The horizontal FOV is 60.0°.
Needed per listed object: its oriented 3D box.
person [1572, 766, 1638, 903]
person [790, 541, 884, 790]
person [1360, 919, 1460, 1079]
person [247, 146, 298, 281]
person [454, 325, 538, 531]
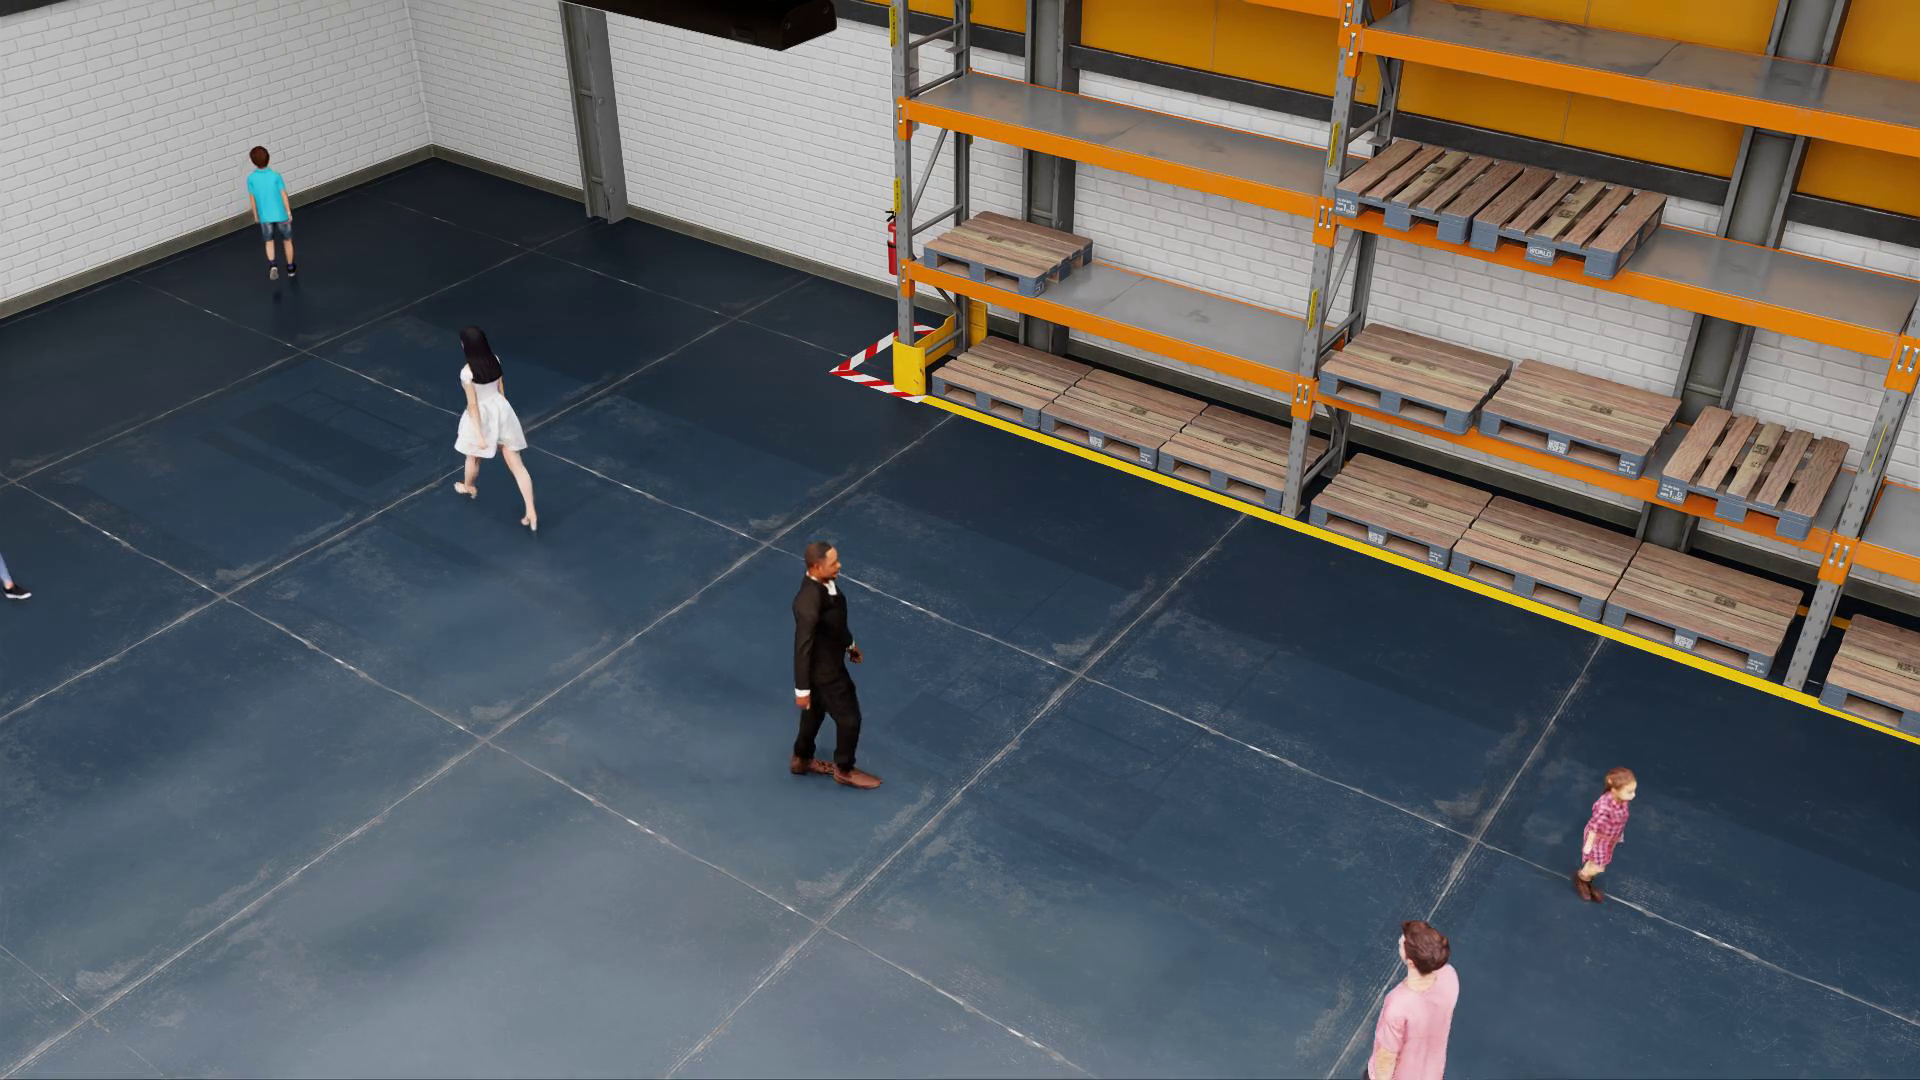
[{"bbox_3d":[3.866,1.757,10.087,0.486,1.018,0.495,-23,40,-30],"label":"person"},{"bbox_3d":[-0.983,0.804,10.737,1.029,1.885,0.941,0,34,0],"label":"person"},{"bbox_3d":[2.204,2.614,7.970,0.896,1.935,1.187,-21,39,-29],"label":"person"},{"bbox_3d":[-7.231,-3.408,17.477,0.764,1.439,0.833,-7,34,-10],"label":"person"},{"bbox_3d":[-3.695,-0.854,13.380,1.194,1.721,0.661,23,40,31],"label":"person"}]
